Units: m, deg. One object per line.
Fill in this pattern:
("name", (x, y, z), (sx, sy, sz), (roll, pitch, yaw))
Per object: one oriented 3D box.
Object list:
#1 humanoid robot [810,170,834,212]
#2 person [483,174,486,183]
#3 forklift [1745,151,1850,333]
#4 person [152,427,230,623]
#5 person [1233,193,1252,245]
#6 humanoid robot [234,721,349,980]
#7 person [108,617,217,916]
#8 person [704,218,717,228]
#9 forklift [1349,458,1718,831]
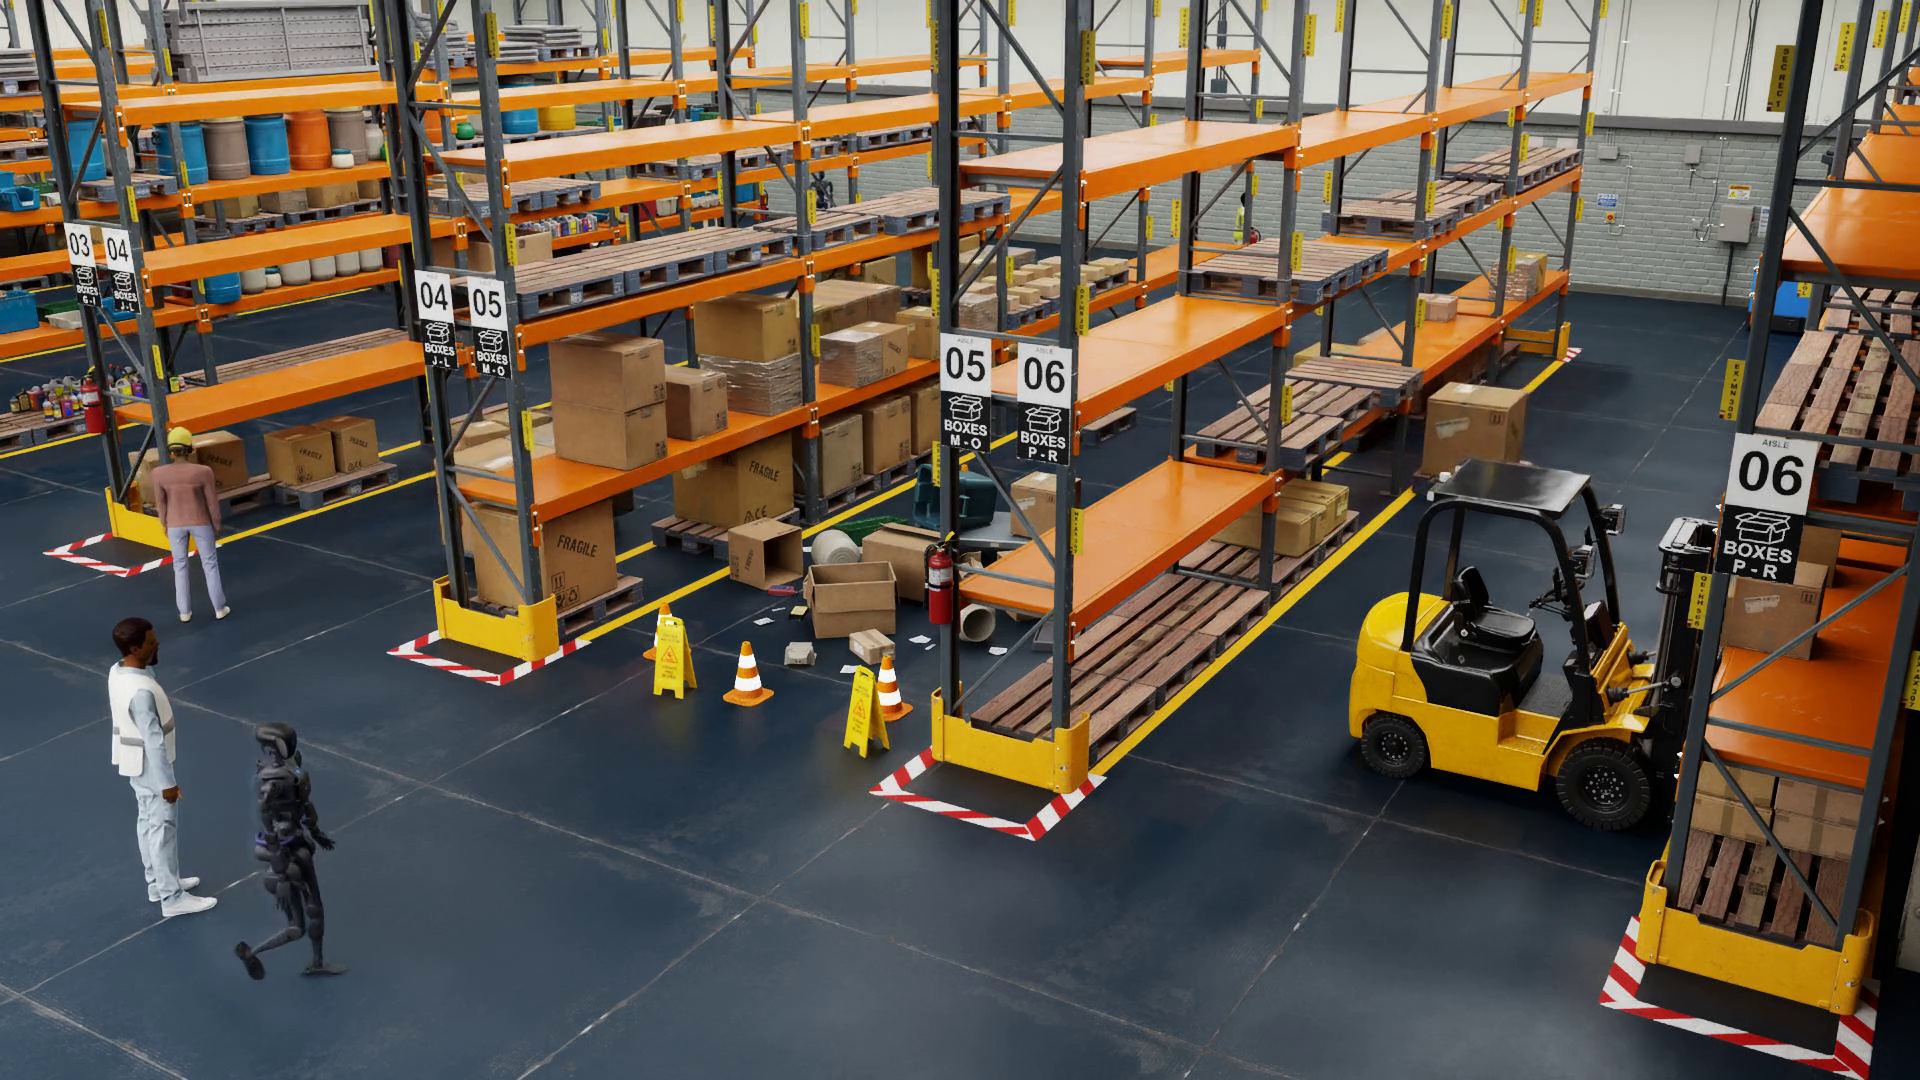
("humanoid robot", (-2.896, -6.862, 34.311), (0.608, 1.634, 0.576), (-10, 21, -26))
("person", (-10.403, -7.734, 36.631), (0.335, 1.801, 0.526), (12, 22, 31))
("forklift", (13.620, -4.667, 26.137), (1.873, 2.768, 1.129), (11, 22, 29))
("person", (-6.816, -0.139, 14.747), (0.516, 1.759, 0.344), (-5, 20, -13))
("person", (5.165, -5.513, 30.379), (0.319, 1.685, 0.540), (-1, 19, -4))
("humanoid robot", (-3.845, 1.752, 9.402), (0.507, 1.645, 0.600), (0, 19, -1))
("person", (-4.921, 1.374, 10.121), (0.393, 1.919, 0.591), (-15, 24, -37))
("person", (-5.238, -7.063, 34.865), (0.488, 1.687, 0.350), (-6, 20, -17))
("forklift", (3.988, 0.658, 11.776), (2.313, 2.155, 1.214), (11, 22, 29))
